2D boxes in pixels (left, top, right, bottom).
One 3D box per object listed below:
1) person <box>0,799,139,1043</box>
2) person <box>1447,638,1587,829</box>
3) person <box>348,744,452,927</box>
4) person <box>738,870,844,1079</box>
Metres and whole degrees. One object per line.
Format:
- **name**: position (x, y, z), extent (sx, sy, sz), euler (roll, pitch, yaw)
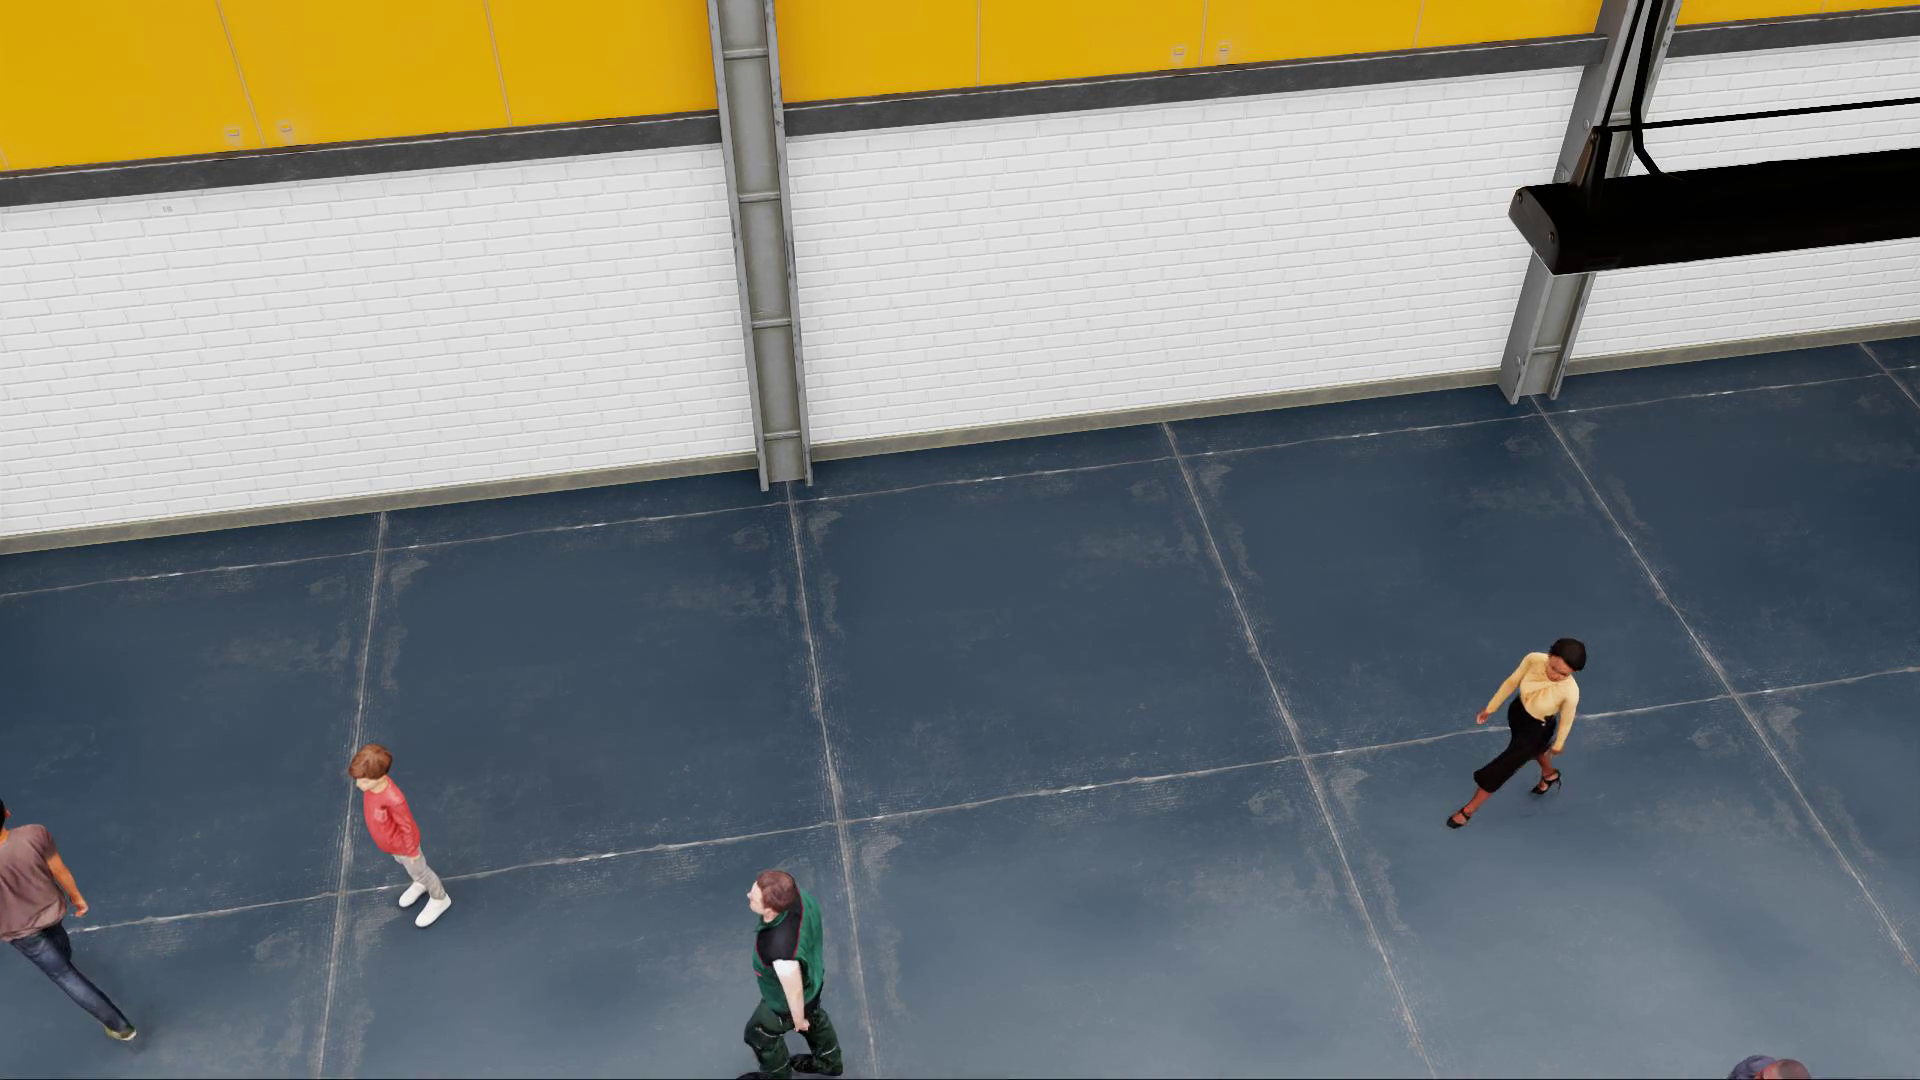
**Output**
- **person**: position (-4.822, 2.040, 8.766), extent (1.223, 1.727, 1.145), euler (24, 49, 23)
- **person**: position (3.443, 1.101, 9.844), extent (1.073, 1.599, 0.707), euler (-14, 45, -14)
- **person**: position (-3.173, 1.648, 9.404), extent (0.591, 1.414, 0.631), euler (33, 53, 30)
- **person**: position (-0.783, 2.259, 8.464), extent (0.865, 1.825, 0.756), euler (5, 44, 6)
